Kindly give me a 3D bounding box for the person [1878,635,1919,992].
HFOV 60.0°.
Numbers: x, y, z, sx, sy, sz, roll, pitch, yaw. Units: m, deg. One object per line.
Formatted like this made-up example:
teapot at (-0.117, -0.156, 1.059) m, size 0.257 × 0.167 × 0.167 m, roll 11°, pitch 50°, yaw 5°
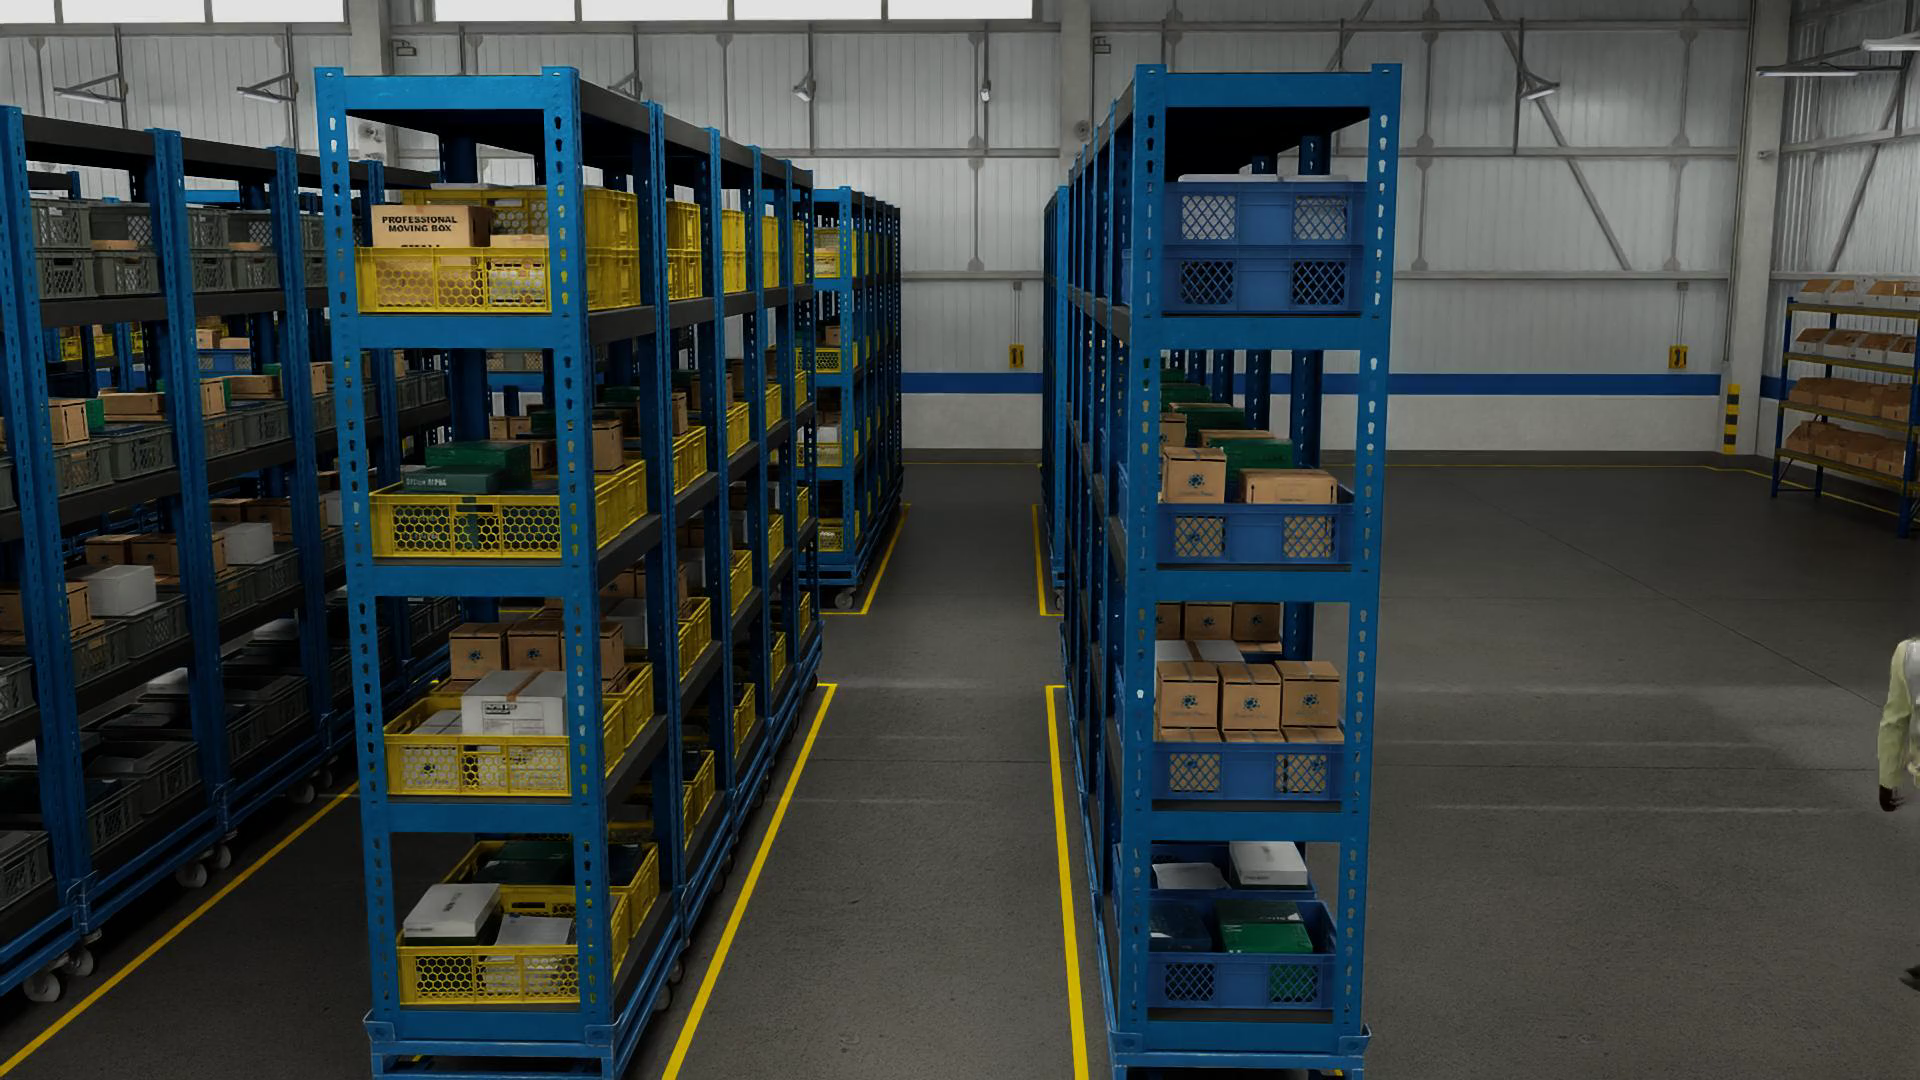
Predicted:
person at (4.144, 0.985, 6.918) m, size 0.990 × 1.763 × 0.599 m, roll -8°, pitch 13°, yaw -41°
